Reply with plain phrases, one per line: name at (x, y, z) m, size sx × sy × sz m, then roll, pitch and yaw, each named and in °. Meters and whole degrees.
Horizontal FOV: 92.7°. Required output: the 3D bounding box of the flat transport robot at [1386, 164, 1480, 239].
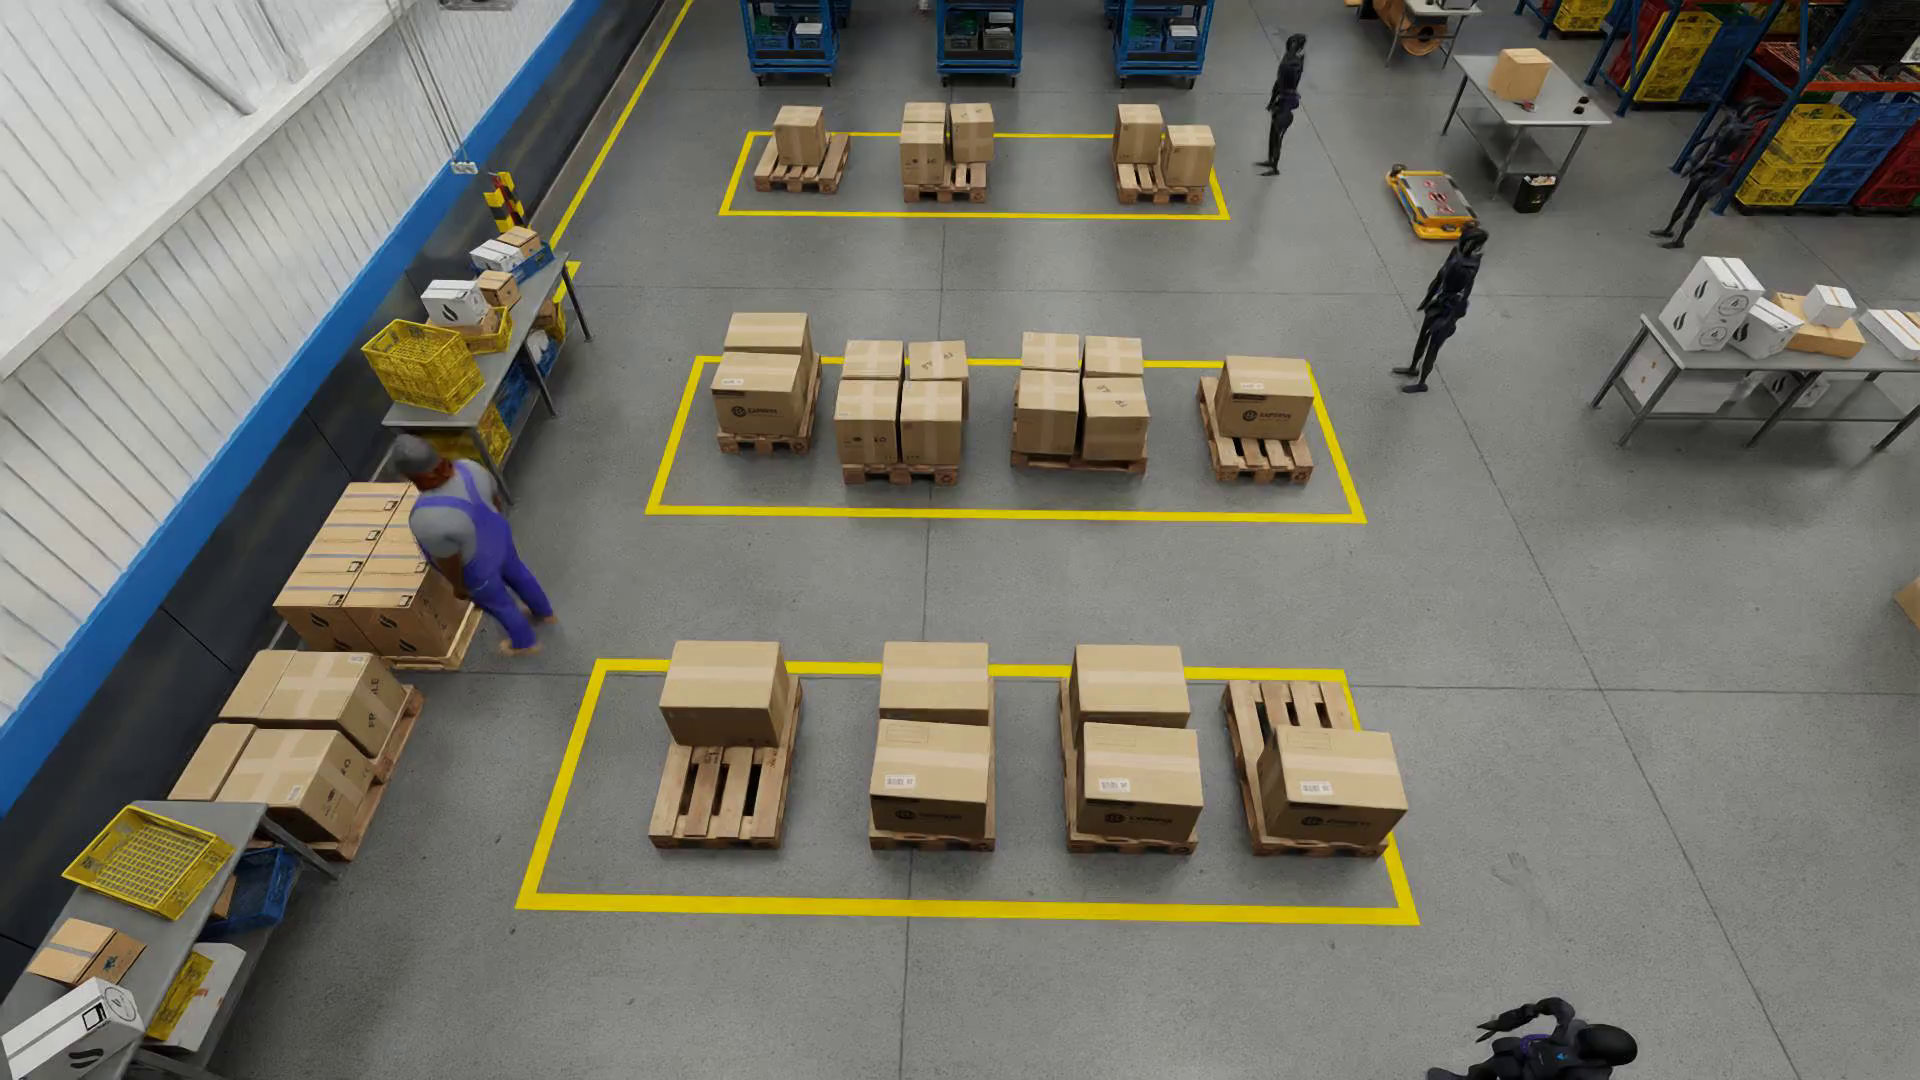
flat transport robot at (5.692, -4.095, 11.055) m, size 0.652 × 0.197 × 1.431 m, roll 0°, pitch 49°, yaw 1°

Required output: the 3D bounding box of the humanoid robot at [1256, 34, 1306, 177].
humanoid robot at (3.933, -5.294, 11.194) m, size 0.356 × 1.650 × 0.628 m, roll -4°, pitch 49°, yaw -3°

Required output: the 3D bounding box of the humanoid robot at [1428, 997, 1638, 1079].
humanoid robot at (2.700, 2.581, 4.360) m, size 0.315 × 1.656 × 0.610 m, roll 1°, pitch 49°, yaw 1°

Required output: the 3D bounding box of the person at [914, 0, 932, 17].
person at (-0.609, -9.414, 14.613) m, size 0.338 × 1.882 × 0.582 m, roll 1°, pitch 49°, yaw 1°

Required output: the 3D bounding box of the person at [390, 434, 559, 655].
person at (-3.370, 0.061, 6.310) m, size 0.542 × 2.000 × 0.703 m, roll 6°, pitch 49°, yaw 5°

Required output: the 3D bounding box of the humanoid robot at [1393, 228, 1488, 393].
humanoid robot at (4.414, -2.092, 8.404) m, size 0.315 × 1.656 × 0.610 m, roll 1°, pitch 49°, yaw 1°

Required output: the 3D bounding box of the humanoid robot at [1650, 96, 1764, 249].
humanoid robot at (8.242, -4.030, 10.082) m, size 0.315 × 1.656 × 0.610 m, roll 1°, pitch 49°, yaw 1°
